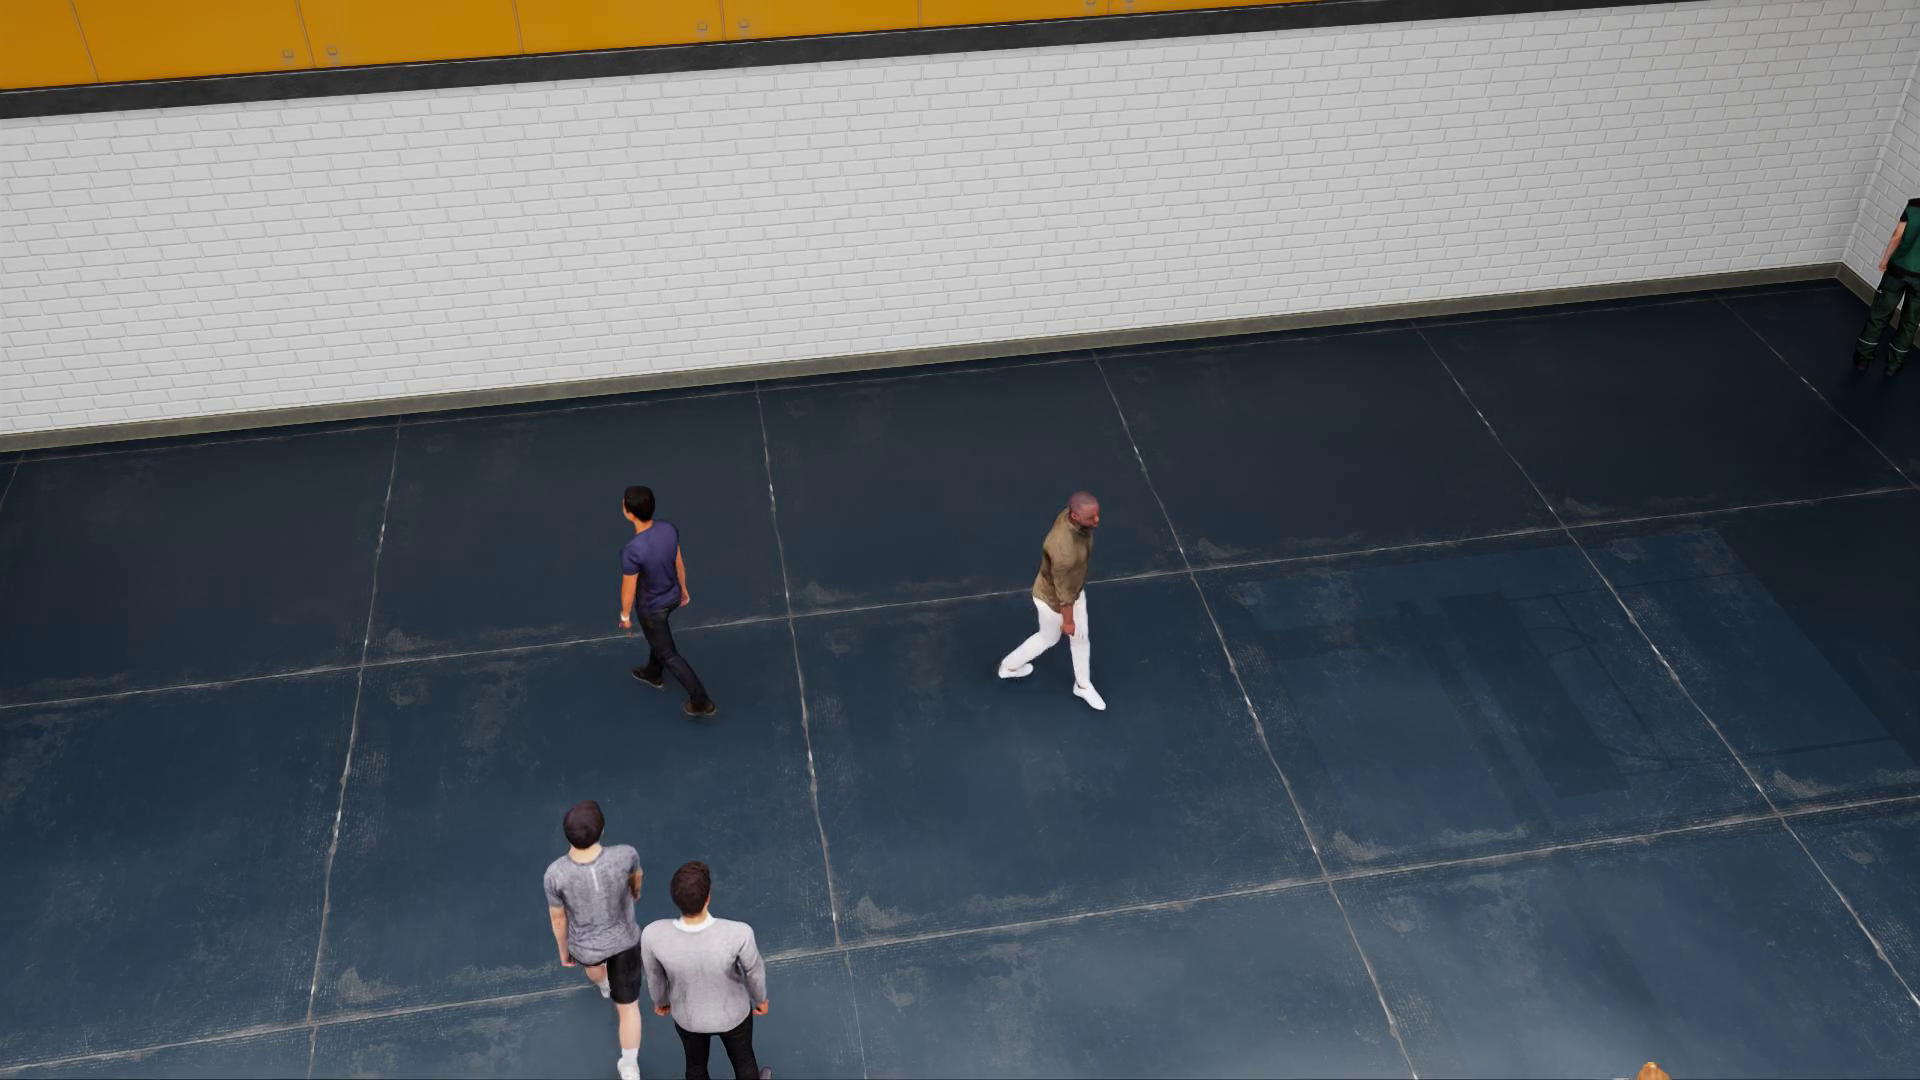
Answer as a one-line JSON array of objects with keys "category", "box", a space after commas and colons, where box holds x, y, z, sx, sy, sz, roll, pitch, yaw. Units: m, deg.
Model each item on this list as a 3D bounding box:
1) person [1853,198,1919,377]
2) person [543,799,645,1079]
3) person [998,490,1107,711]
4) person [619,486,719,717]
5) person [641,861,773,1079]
[{"category": "person", "box": [8.066, -2.279, 14.068, 0.766, 1.901, 0.791, 18, 42, 21]}, {"category": "person", "box": [-1.815, 2.135, 8.603, 0.670, 1.823, 1.204, -10, 40, -12]}, {"category": "person", "box": [0.594, 0.345, 10.883, 1.131, 1.774, 1.100, 14, 41, 17]}, {"category": "person", "box": [-1.900, 0.443, 10.767, 1.095, 1.765, 1.078, 20, 43, 23]}, {"category": "person", "box": [-1.249, 2.312, 8.303, 0.765, 1.921, 0.664, -2, 39, -2]}]
